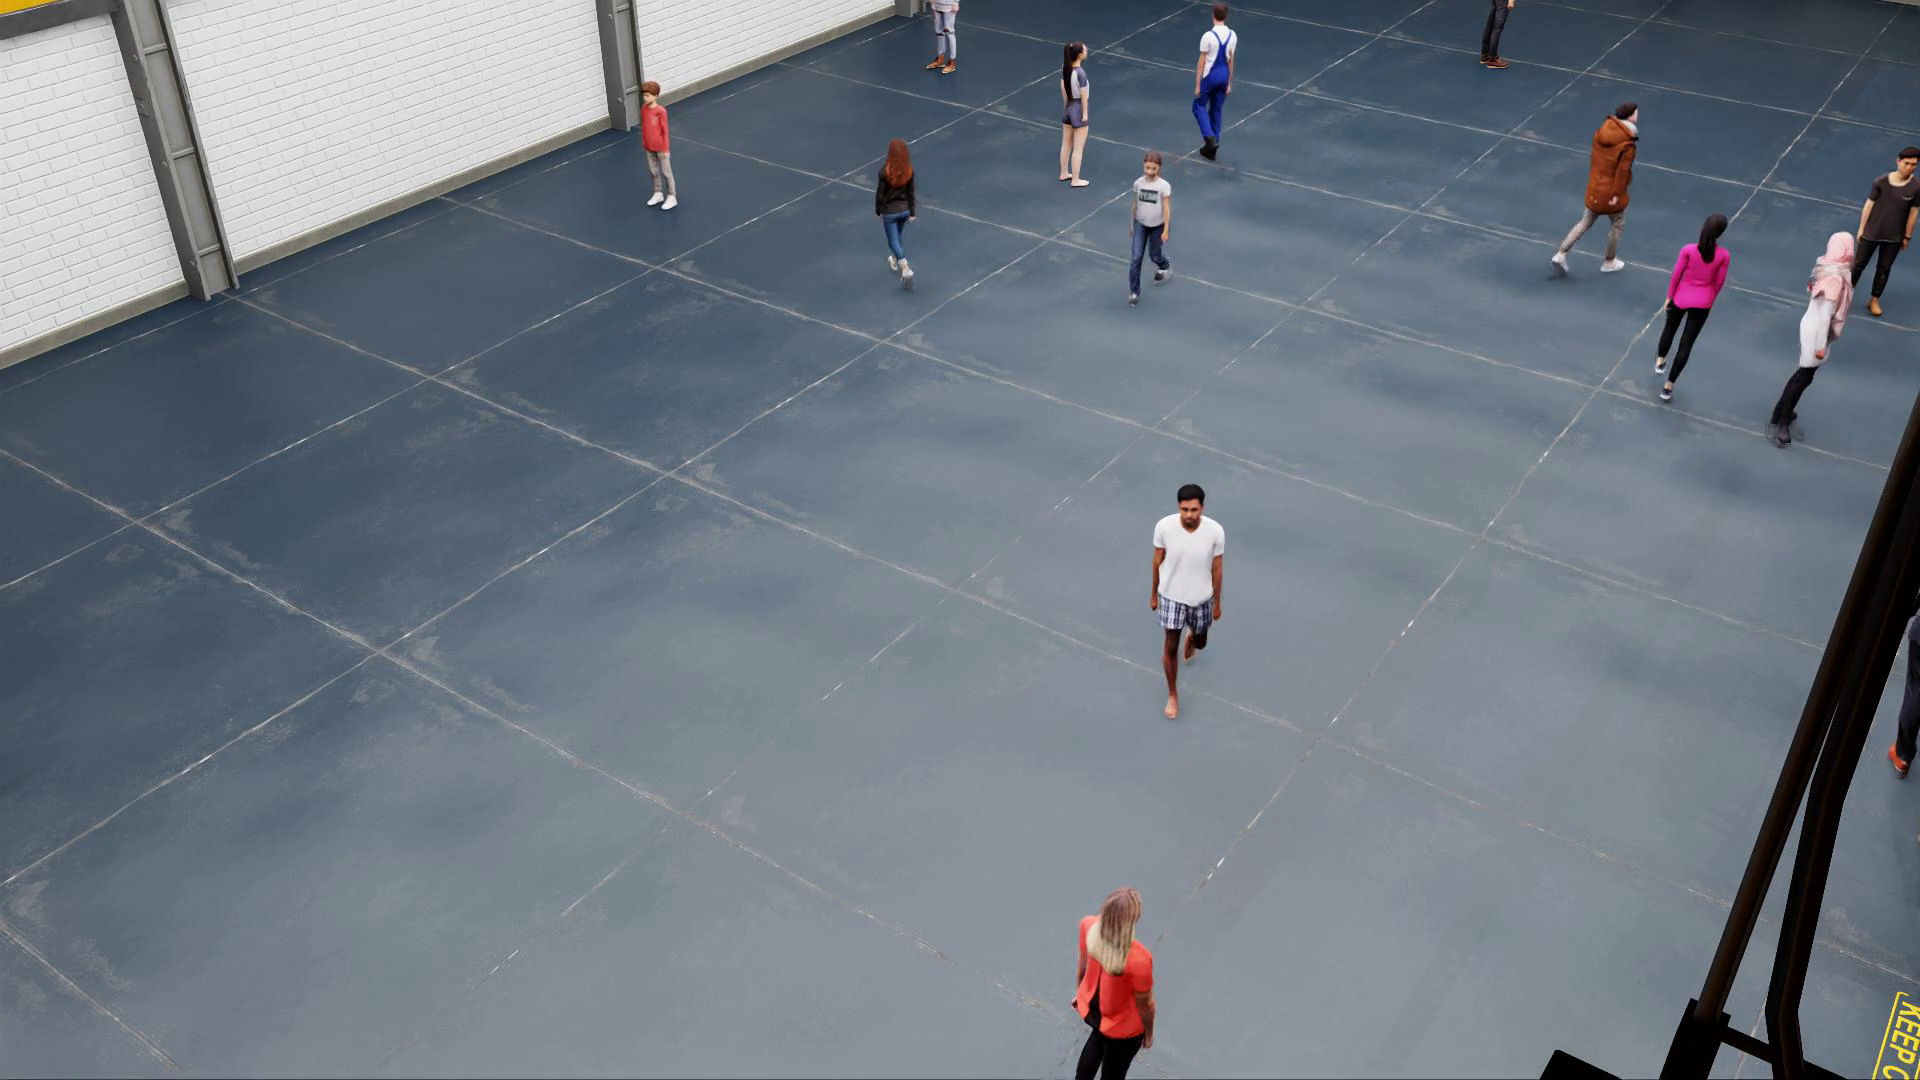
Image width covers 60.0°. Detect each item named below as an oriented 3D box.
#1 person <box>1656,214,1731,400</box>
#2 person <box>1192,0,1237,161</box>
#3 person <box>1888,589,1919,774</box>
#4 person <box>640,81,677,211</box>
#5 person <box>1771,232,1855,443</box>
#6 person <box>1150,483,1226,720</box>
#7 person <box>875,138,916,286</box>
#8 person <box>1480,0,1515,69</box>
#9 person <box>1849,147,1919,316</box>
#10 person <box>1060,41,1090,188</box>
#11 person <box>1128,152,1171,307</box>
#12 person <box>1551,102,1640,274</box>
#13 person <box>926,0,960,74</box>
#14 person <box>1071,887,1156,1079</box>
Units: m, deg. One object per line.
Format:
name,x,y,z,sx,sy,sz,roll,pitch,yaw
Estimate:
person,6.476,-2.031,14.729,0.690,1.664,1.004,15,36,21
person,3.026,-5.355,19.574,0.830,1.835,0.881,-12,35,-17
person,6.233,0.693,10.522,0.866,1.784,1.219,13,36,18
person,-3.371,-4.408,18.529,0.523,1.416,0.470,18,38,25
person,7.250,-1.727,14.168,0.977,1.778,0.641,19,38,26
person,1.528,0.332,11.134,0.900,1.708,1.078,6,34,9
person,-0.624,-3.306,16.838,0.973,1.452,0.877,-17,37,-23
person,7.380,-7.401,22.626,0.797,1.865,0.723,-4,34,-6
person,8.993,-3.025,16.185,0.651,1.708,0.583,16,37,23
person,1.312,-4.880,19.027,0.647,1.650,0.665,-19,38,-27
person,1.907,-3.147,16.529,0.723,1.529,1.066,14,36,20
person,6.475,-3.522,16.837,1.229,1.813,1.042,-16,37,-22
person,-0.212,-7.278,22.462,0.713,1.841,0.600,27,42,34
person,0.676,2.361,8.100,0.711,1.686,0.675,-28,43,-35
